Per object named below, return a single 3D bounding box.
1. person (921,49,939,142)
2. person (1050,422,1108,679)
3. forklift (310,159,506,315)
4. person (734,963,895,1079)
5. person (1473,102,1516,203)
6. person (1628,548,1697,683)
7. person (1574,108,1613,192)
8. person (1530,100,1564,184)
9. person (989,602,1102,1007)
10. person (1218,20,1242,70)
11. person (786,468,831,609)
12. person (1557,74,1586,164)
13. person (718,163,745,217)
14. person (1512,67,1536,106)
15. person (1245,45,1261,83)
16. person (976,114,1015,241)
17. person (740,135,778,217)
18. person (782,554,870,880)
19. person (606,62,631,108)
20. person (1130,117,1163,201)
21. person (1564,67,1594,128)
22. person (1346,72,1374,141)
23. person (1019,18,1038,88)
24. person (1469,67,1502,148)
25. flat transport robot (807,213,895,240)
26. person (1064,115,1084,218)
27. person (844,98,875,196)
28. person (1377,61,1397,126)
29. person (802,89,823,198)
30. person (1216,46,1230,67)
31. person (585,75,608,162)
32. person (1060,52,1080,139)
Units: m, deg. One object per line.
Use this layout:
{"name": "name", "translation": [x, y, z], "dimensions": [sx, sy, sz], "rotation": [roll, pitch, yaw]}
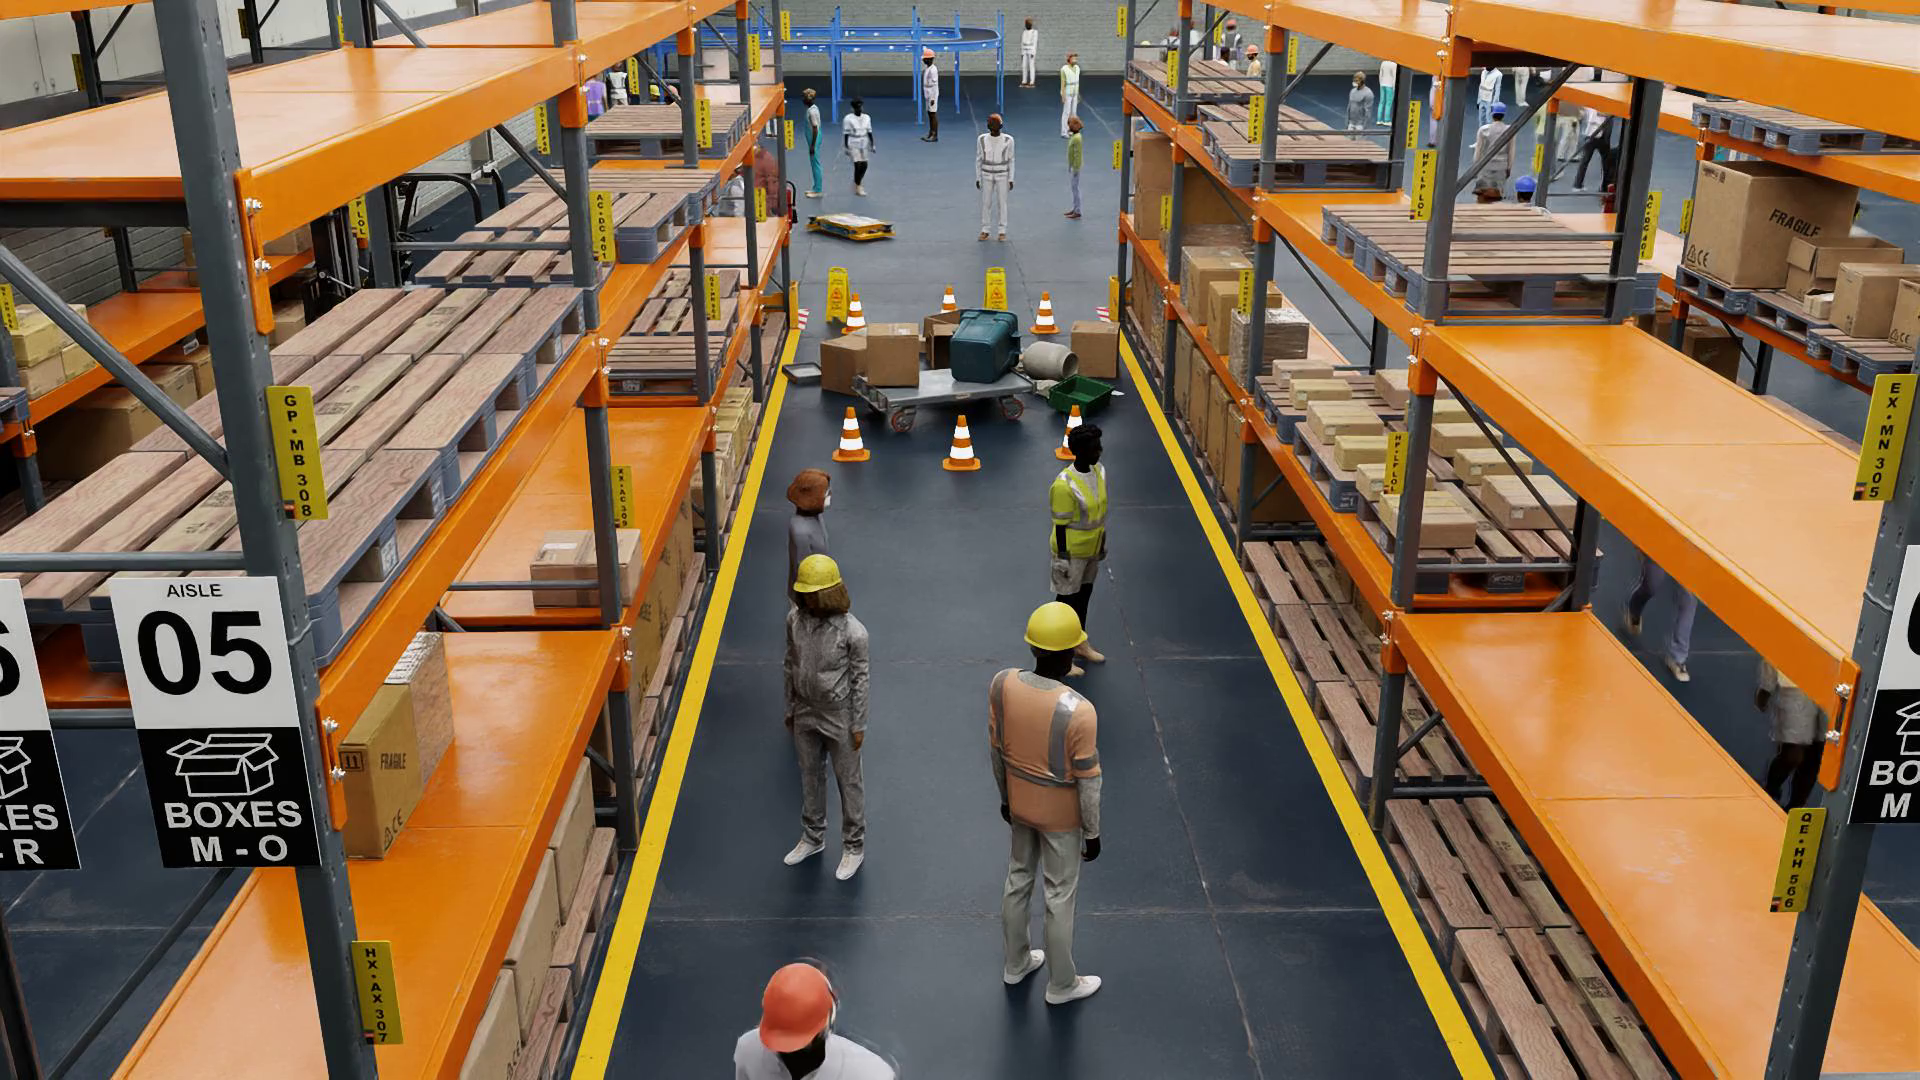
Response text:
{"name": "person", "translation": [-0.648, -9.542, 35.717], "dimensions": [0.377, 1.938, 0.547], "rotation": [-5, 21, -13]}
{"name": "person", "translation": [0.764, 0.053, 10.696], "dimensions": [0.320, 1.693, 0.534], "rotation": [15, 25, 34]}
{"name": "forklift", "translation": [-5.622, -2.910, 17.832], "dimensions": [2.313, 2.155, 1.214], "rotation": [-1, 21, -1]}
{"name": "person", "translation": [-0.426, 2.050, 5.364], "dimensions": [0.570, 1.739, 0.562], "rotation": [10, 23, 24]}
{"name": "person", "translation": [8.280, -5.810, 25.861], "dimensions": [0.604, 1.938, 0.425], "rotation": [1, 21, 3]}
{"name": "person", "translation": [4.667, -0.026, 10.839], "dimensions": [0.528, 1.743, 0.787], "rotation": [2, 21, 6]}
{"name": "person", "translation": [11.328, -7.108, 29.400], "dimensions": [0.980, 1.855, 0.600], "rotation": [-12, 24, -29]}
{"name": "person", "translation": [10.704, -7.356, 30.239], "dimensions": [0.913, 1.709, 0.538], "rotation": [-17, 26, -37]}
{"name": "person", "translation": [0.391, 1.175, 7.406], "dimensions": [0.587, 1.927, 0.367], "rotation": [18, 27, 39]}
{"name": "person", "translation": [7.192, -12.849, 44.399], "dimensions": [0.618, 1.978, 1.115], "rotation": [4, 21, 12]}
{"name": "person", "translation": [-0.895, 0.340, 10.035], "dimensions": [0.291, 1.625, 0.506], "rotation": [2, 21, 5]}
{"name": "person", "translation": [12.015, -8.269, 32.526], "dimensions": [0.502, 1.816, 0.625], "rotation": [9, 23, 24]}
{"name": "person", "translation": [-2.878, -4.022, 21.275], "dimensions": [0.404, 1.830, 0.599], "rotation": [-2, 21, -6]}
{"name": "person", "translation": [14.459, -12.010, 42.567], "dimensions": [0.562, 1.701, 0.722], "rotation": [14, 25, 33]}
{"name": "person", "translation": [6.471, -9.993, 36.933], "dimensions": [0.391, 1.929, 0.539], "rotation": [0, 21, 0]}
{"name": "person", "translation": [0.523, -5.418, 24.891], "dimensions": [0.579, 1.882, 0.342], "rotation": [5, 21, 13]}
{"name": "person", "translation": [-2.796, -4.717, 23.039], "dimensions": [0.439, 1.888, 0.704], "rotation": [-19, 28, -41]}
{"name": "person", "translation": [-0.690, 0.889, 8.418], "dimensions": [0.492, 1.743, 0.295], "rotation": [11, 23, 27]}
{"name": "person", "translation": [-7.493, -9.701, 36.553], "dimensions": [0.514, 1.641, 0.309], "rotation": [1, 21, 3]}
{"name": "person", "translation": [3.154, -6.684, 28.319], "dimensions": [0.618, 1.836, 0.430], "rotation": [-8, 22, -21]}
{"name": "person", "translation": [13.051, -9.438, 35.299], "dimensions": [0.699, 2.000, 0.689], "rotation": [1, 21, 3]}
{"name": "person", "translation": [7.381, -7.682, 30.824], "dimensions": [0.372, 1.929, 0.636], "rotation": [-8, 22, -21]}
{"name": "person", "translation": [1.932, -13.705, 46.809], "dimensions": [0.588, 1.879, 0.378], "rotation": [19, 28, 40]}
{"name": "person", "translation": [10.992, -9.117, 34.621], "dimensions": [0.391, 1.920, 0.593], "rotation": [-8, 22, -21]}
{"name": "flat transport robot", "translation": [-1.687, -4.840, 25.608], "dimensions": [0.652, 0.197, 1.431], "rotation": [-16, 26, -36]}
{"name": "person", "translation": [1.851, -6.018, 26.844], "dimensions": [0.279, 1.628, 0.505], "rotation": [-1, 21, -3]}
{"name": "person", "translation": [-1.769, -6.859, 28.985], "dimensions": [0.557, 1.675, 0.464], "rotation": [-14, 25, -33]}
{"name": "person", "translation": [9.903, -10.463, 38.395], "dimensions": [0.323, 1.766, 0.533], "rotation": [-11, 23, -26]}
{"name": "person", "translation": [-2.542, -6.847, 28.723], "dimensions": [0.328, 1.844, 0.511], "rotation": [-2, 21, -5]}
{"name": "person", "translation": [5.754, -9.933, 36.797], "dimensions": [0.400, 1.908, 0.599], "rotation": [-6, 22, -16]}
{"name": "person", "translation": [-7.285, -8.459, 33.038], "dimensions": [0.574, 1.808, 0.895], "rotation": [-6, 21, -14]}
{"name": "person", "translation": [2.389, -9.695, 36.266], "dimensions": [0.388, 1.838, 0.571], "rotation": [17, 27, 38]}
